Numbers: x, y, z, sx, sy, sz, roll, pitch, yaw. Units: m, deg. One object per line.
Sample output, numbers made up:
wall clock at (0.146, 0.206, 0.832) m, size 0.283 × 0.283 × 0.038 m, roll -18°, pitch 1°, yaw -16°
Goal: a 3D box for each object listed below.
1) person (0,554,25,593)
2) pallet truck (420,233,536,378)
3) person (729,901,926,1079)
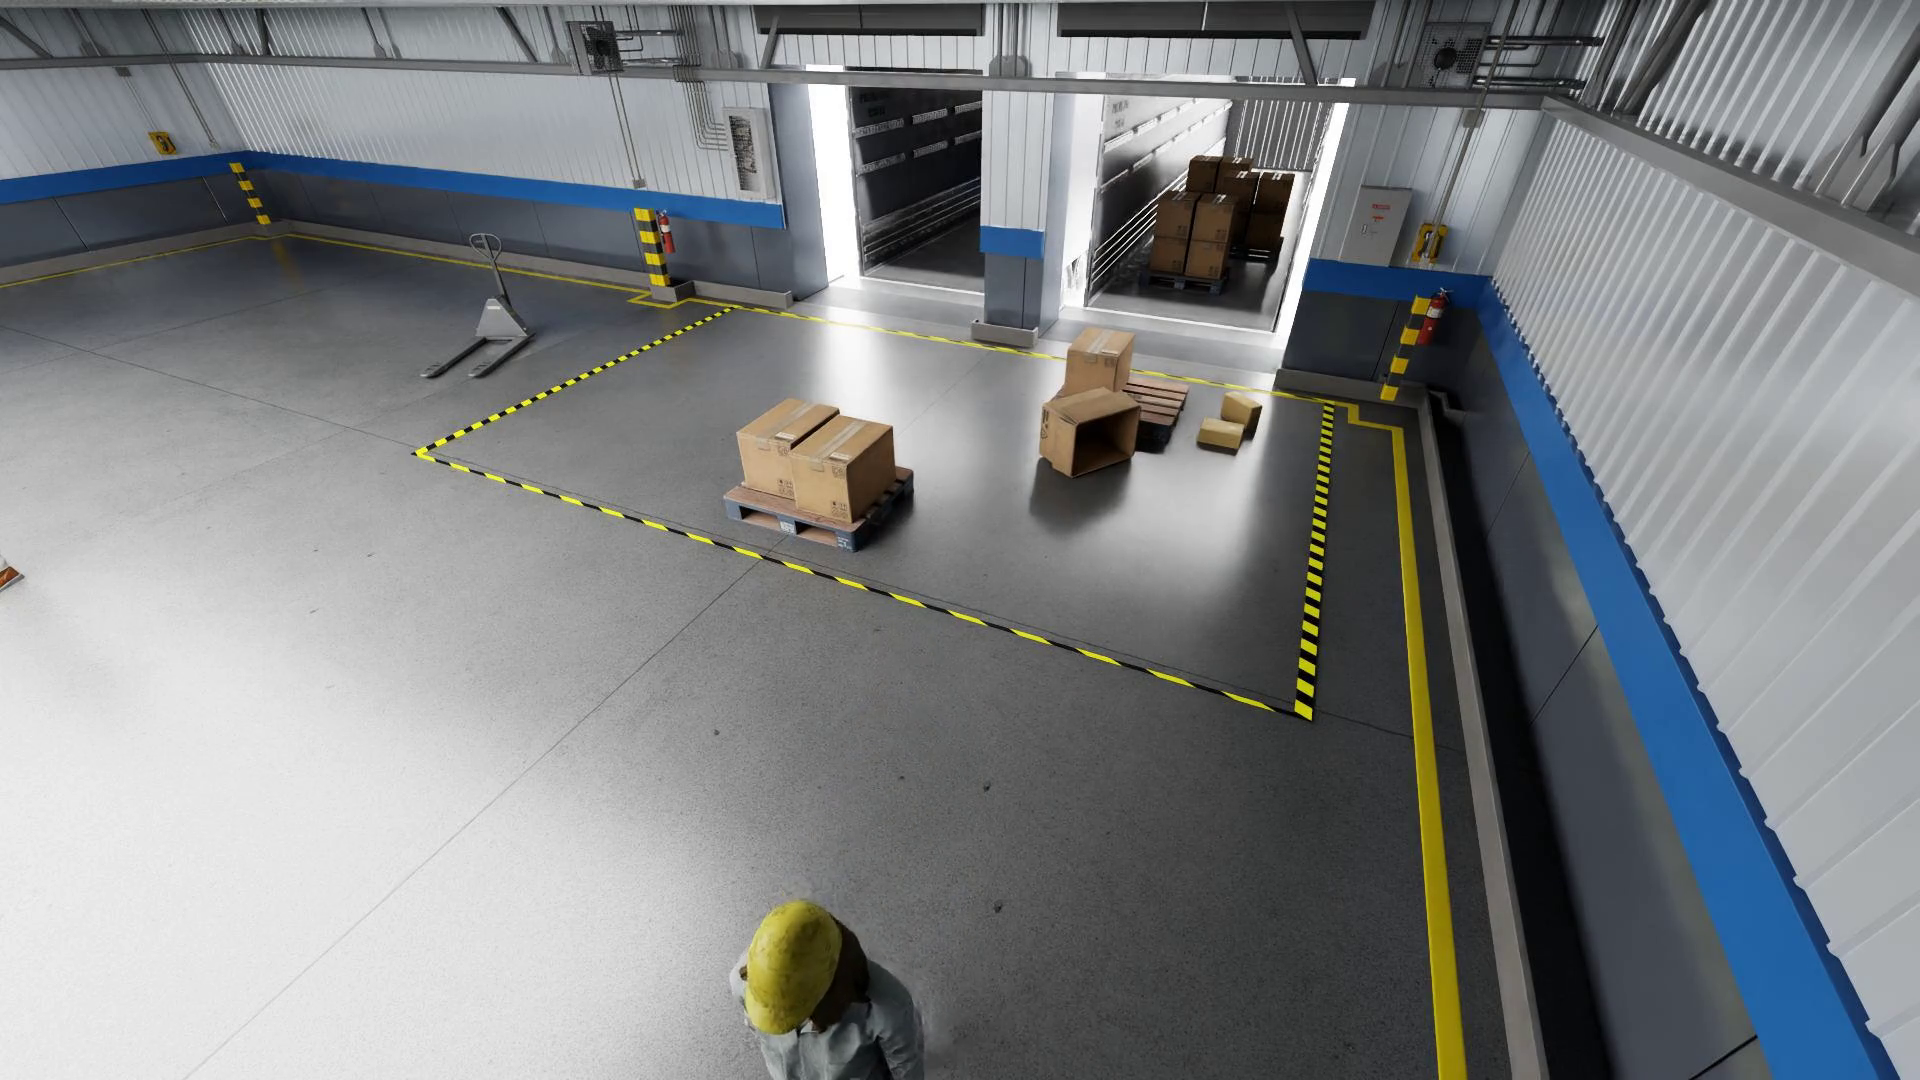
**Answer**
person at (-6.922, -0.458, 4.653) m, size 0.613 × 1.946 × 0.386 m, roll 7°, pitch 36°, yaw 9°
pallet truck at (-5.664, -2.712, 8.427) m, size 0.680 × 1.201 × 1.601 m, roll 0°, pitch 35°, yaw -1°
person at (-0.330, 1.469, 2.145) m, size 0.496 × 1.723 × 0.741 m, roll 7°, pitch 36°, yaw 9°
